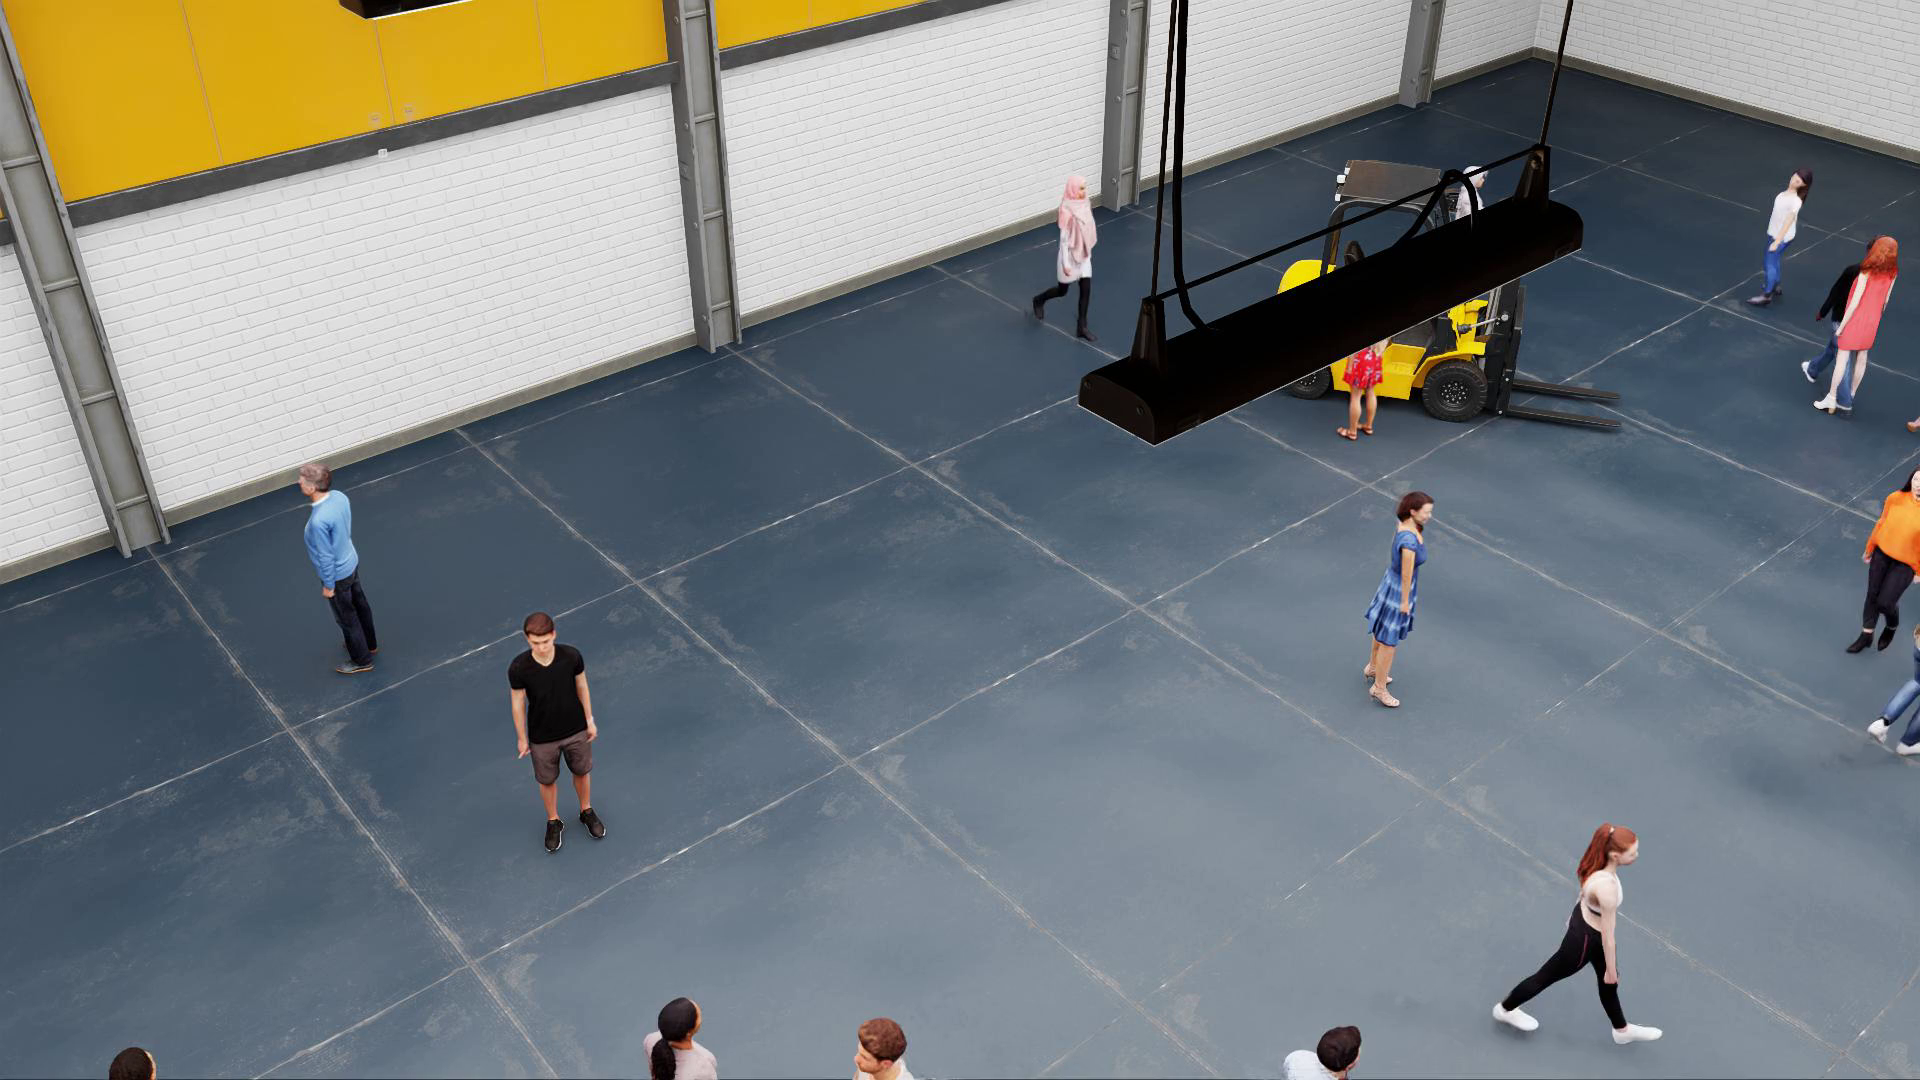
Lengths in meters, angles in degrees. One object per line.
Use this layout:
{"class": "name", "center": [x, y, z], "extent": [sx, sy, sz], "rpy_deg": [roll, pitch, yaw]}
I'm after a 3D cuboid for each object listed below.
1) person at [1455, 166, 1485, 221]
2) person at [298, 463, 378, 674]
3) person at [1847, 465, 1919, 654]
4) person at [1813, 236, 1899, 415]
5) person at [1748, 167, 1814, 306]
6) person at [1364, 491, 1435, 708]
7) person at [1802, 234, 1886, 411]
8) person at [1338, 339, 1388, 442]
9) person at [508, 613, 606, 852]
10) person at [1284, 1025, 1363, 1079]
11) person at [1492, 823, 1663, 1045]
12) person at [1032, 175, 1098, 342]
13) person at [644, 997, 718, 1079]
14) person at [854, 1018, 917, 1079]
{"class": "person", "center": [5.342, -3.134, 17.746], "extent": [0.742, 1.776, 0.672], "rpy_deg": [4, 34, 6]}
{"class": "person", "center": [-4.745, 0.192, 12.701], "extent": [0.781, 1.820, 0.745], "rpy_deg": [-1, 34, -1]}
{"class": "person", "center": [7.290, 0.138, 12.855], "extent": [0.718, 1.741, 0.692], "rpy_deg": [-16, 37, -22]}
{"class": "person", "center": [8.729, -2.081, 16.114], "extent": [0.589, 1.828, 0.728], "rpy_deg": [-8, 35, -12]}
{"class": "person", "center": [8.960, -3.295, 18.108], "extent": [0.940, 1.644, 0.769], "rpy_deg": [20, 38, 27]}
{"class": "person", "center": [3.267, 0.418, 12.374], "extent": [0.807, 1.807, 0.748], "rpy_deg": [3, 34, 4]}
{"class": "person", "center": [8.718, -2.088, 16.245], "extent": [1.190, 1.695, 1.133], "rpy_deg": [-2, 34, -3]}
{"class": "person", "center": [3.846, -1.680, 15.724], "extent": [0.525, 1.593, 0.657], "rpy_deg": [-19, 38, -26]}
{"class": "person", "center": [-2.682, 1.237, 11.092], "extent": [0.622, 1.861, 0.810], "rpy_deg": [-13, 36, -18]}
{"class": "person", "center": [1.697, 3.132, 8.328], "extent": [1.229, 1.764, 0.847], "rpy_deg": [-17, 37, -24]}
{"class": "person", "center": [3.507, 2.313, 9.630], "extent": [1.116, 1.688, 1.184], "rpy_deg": [8, 35, 12]}
{"class": "person", "center": [1.117, -2.981, 17.512], "extent": [0.741, 1.779, 1.046], "rpy_deg": [29, 43, 36]}
{"class": "person", "center": [-1.442, 3.039, 8.501], "extent": [0.709, 1.730, 0.826], "rpy_deg": [23, 40, 31]}
{"class": "person", "center": [-0.267, 3.051, 8.373], "extent": [1.247, 1.850, 0.912], "rpy_deg": [-14, 36, -20]}
